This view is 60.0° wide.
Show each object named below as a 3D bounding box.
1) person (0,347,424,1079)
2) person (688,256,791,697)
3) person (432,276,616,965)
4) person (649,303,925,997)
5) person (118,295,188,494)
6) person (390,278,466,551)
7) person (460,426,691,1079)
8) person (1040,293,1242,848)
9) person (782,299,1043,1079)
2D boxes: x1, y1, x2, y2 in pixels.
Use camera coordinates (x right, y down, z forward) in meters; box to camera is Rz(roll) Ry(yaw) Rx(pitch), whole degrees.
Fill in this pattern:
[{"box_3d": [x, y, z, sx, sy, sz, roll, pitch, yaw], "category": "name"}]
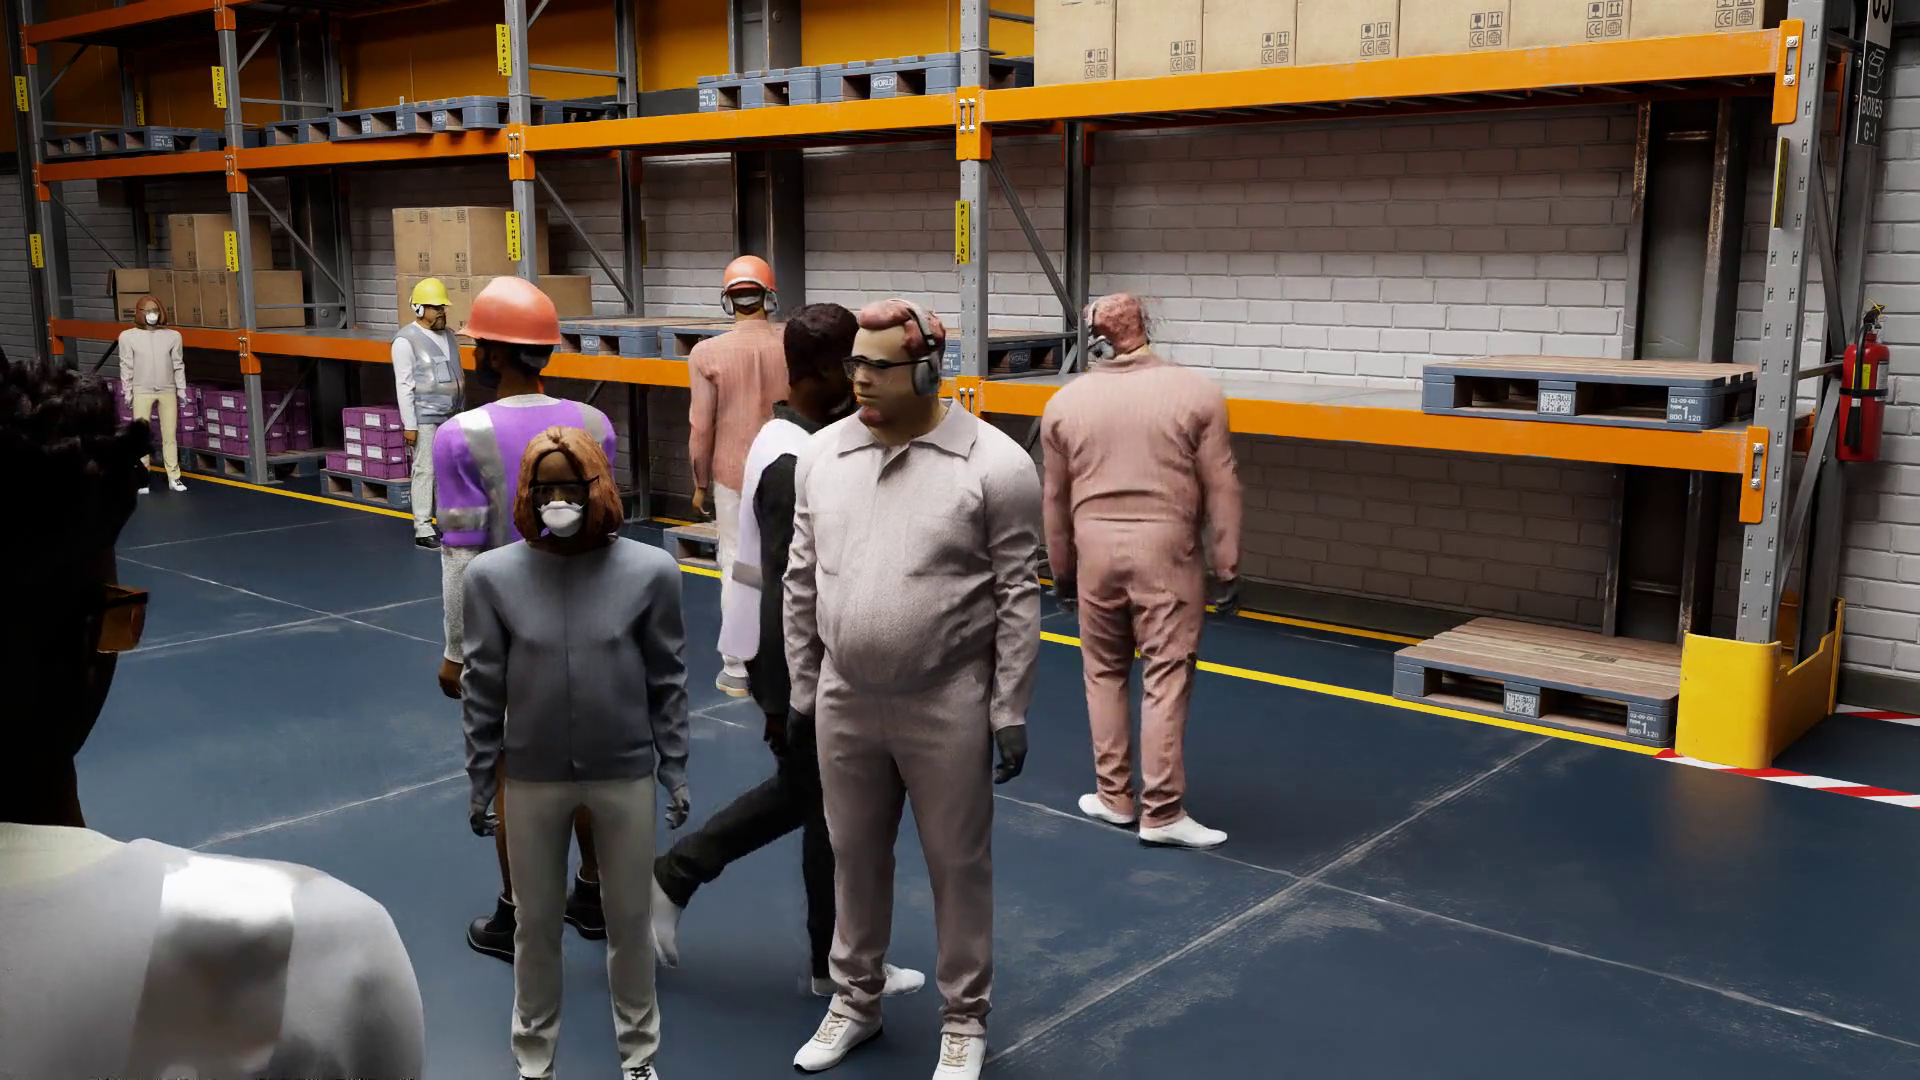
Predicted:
[{"box_3d": [-0.670, 0.833, 1.254, 0.612, 1.962, 0.367, -1, 10, -7], "category": "person"}, {"box_3d": [-0.920, -0.281, 7.537, 0.608, 1.986, 0.391, -3, 10, -15], "category": "person"}, {"box_3d": [-1.231, 0.232, 4.737, 0.551, 1.941, 0.342, -9, 14, -43], "category": "person"}, {"box_3d": [-0.504, 0.310, 4.460, 0.739, 1.888, 0.611, -1, 10, -3], "category": "person"}, {"box_3d": [-6.667, -1.202, 13.774, 0.497, 1.636, 0.284, -8, 13, -38], "category": "person"}, {"box_3d": [-3.531, -0.840, 11.195, 0.403, 1.824, 0.586, 4, 11, 21], "category": "person"}, {"box_3d": [-0.871, 0.550, 3.806, 0.508, 1.632, 0.270, -2, 10, -10], "category": "person"}, {"box_3d": [0.612, 0.100, 5.722, 0.717, 1.871, 0.494, 4, 11, 22], "category": "person"}, {"box_3d": [-0.141, 0.383, 3.986, 0.652, 1.904, 0.404, 4, 11, 21], "category": "person"}]
